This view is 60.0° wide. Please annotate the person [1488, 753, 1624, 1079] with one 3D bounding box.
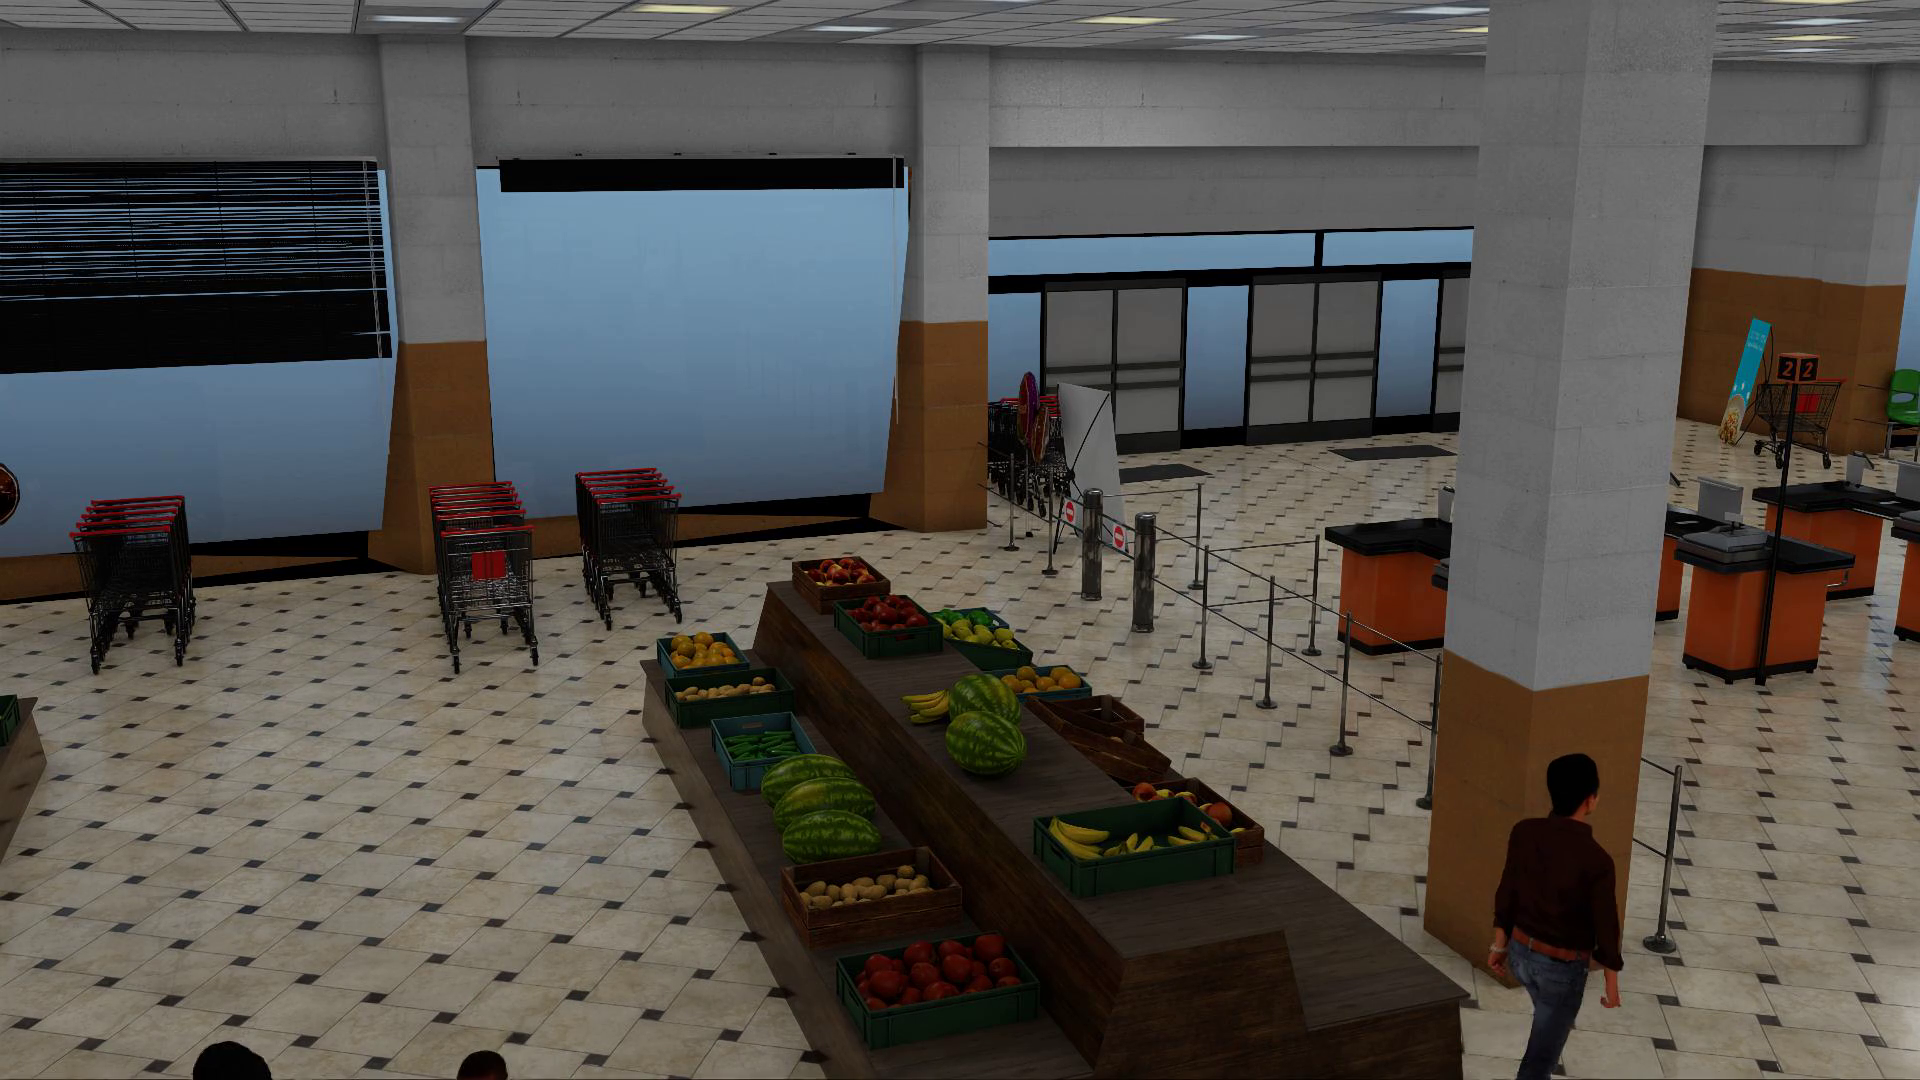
[{"bbox_3d":[2.273,1.716,6.581,0.785,1.762,0.671,-8,16,-30],"label":"person"}]
